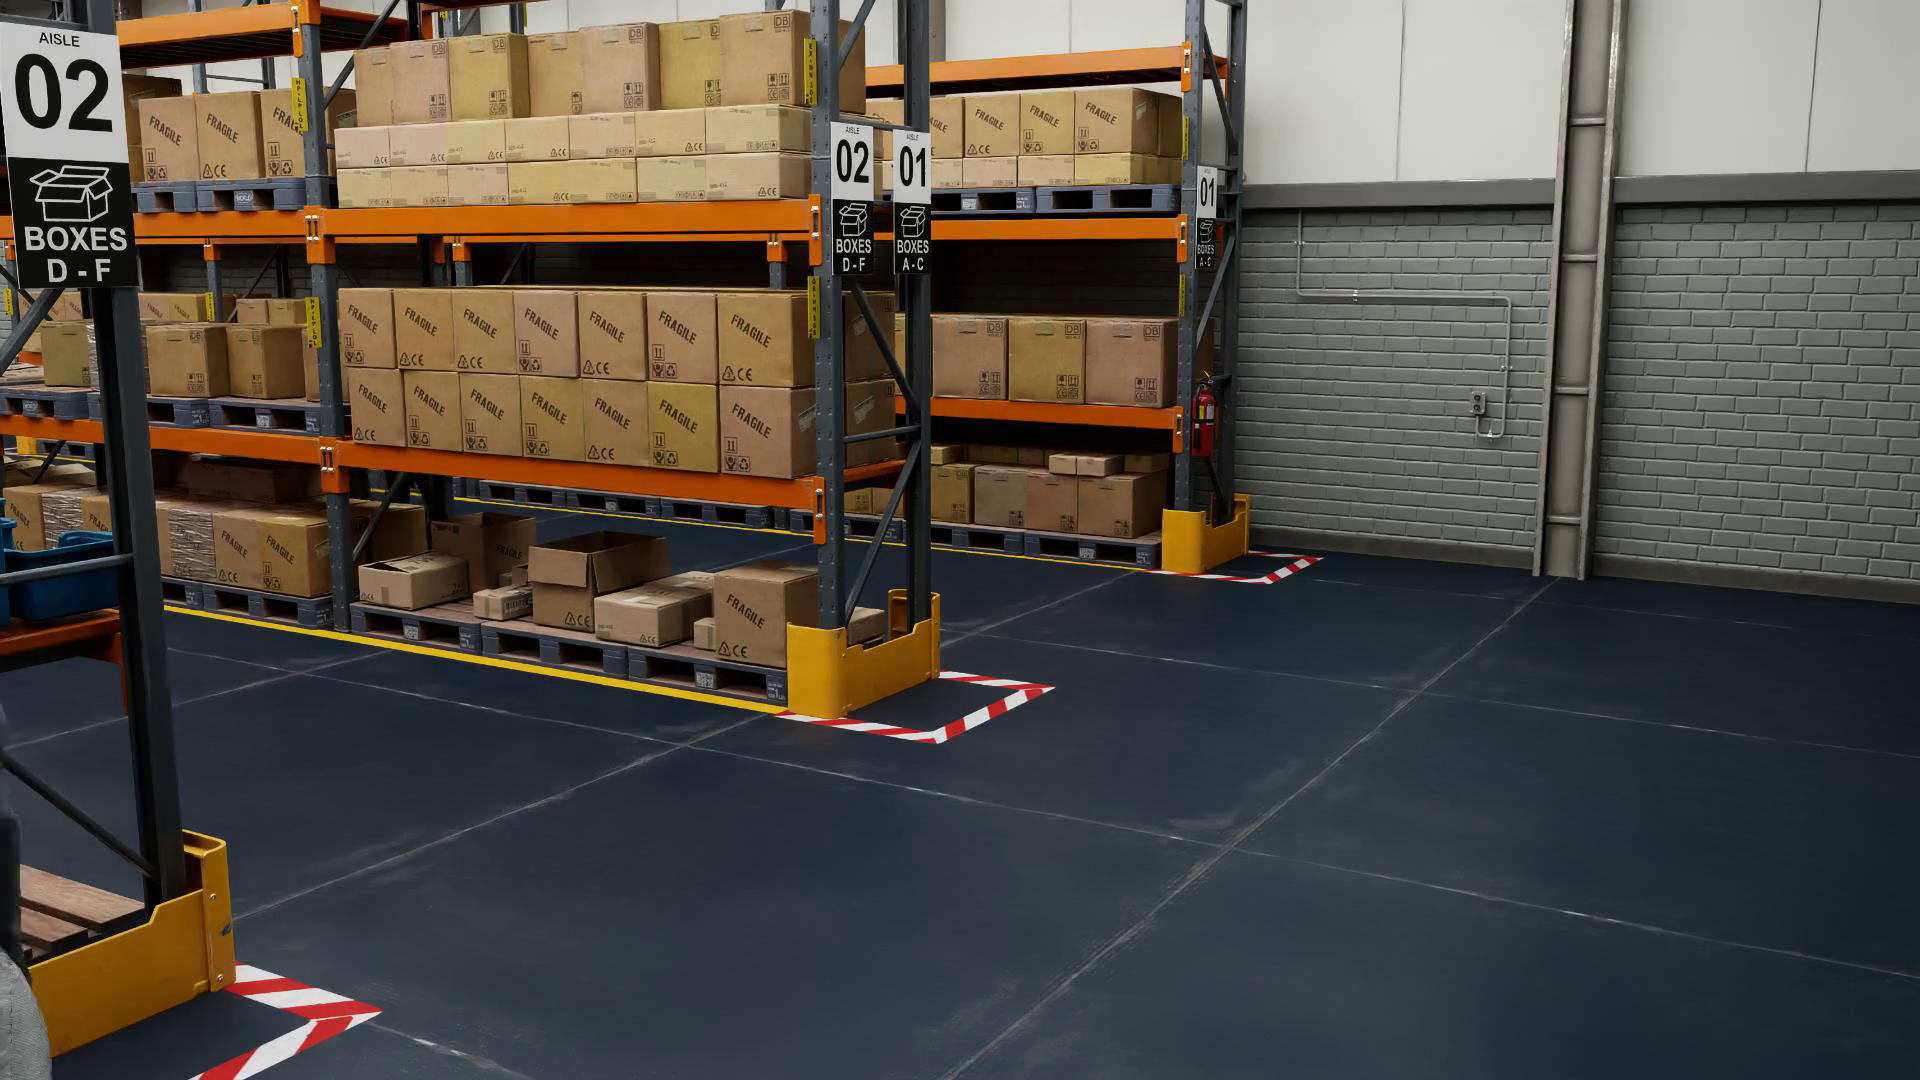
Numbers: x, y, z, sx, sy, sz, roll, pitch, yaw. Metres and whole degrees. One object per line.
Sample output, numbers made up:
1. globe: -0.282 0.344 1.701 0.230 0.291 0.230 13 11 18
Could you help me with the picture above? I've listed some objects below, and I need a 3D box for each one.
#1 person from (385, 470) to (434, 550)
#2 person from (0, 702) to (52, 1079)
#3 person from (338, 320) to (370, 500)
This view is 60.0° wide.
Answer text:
1. person: -4.219 -0.598 12.903 0.733 1.888 0.613 8 12 38
2. person: -2.259 0.978 3.562 0.454 1.918 0.651 4 11 24
3. person: -5.484 -0.981 14.880 0.690 1.968 0.642 8 13 39
